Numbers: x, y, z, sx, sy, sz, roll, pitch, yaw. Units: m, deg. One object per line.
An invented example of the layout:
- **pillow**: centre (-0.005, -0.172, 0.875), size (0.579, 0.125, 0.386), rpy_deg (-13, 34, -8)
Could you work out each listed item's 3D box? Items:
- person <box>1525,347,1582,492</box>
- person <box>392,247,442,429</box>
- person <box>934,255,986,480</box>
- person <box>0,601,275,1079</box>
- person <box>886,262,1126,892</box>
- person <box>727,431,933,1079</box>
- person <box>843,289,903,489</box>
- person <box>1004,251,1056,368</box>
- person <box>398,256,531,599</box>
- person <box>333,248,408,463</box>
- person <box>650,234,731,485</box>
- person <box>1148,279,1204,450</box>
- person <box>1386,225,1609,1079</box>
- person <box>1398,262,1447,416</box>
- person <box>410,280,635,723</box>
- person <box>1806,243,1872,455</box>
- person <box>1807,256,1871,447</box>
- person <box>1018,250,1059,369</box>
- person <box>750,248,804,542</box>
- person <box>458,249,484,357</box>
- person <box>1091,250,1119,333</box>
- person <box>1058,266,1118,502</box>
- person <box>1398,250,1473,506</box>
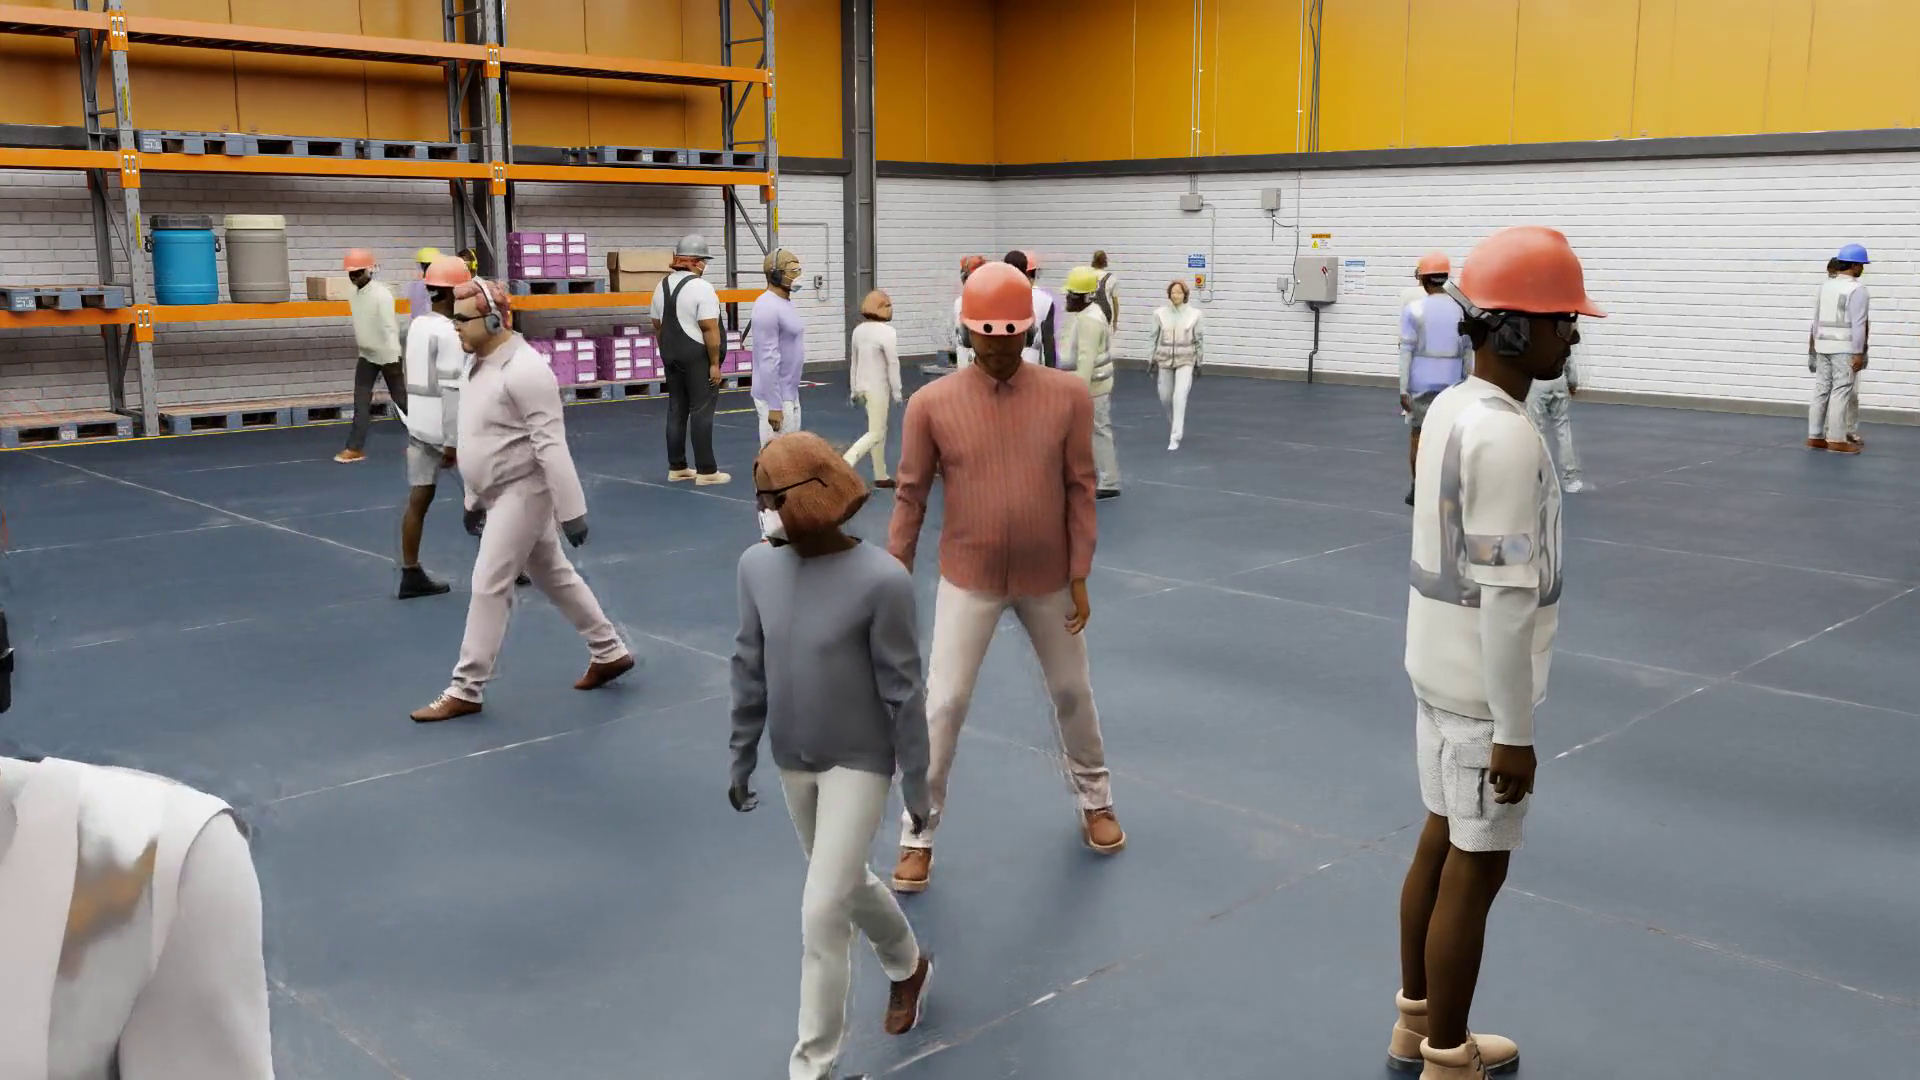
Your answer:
- **person**: centre (4.652, -1.212, 13.083), size (0.669, 1.696, 0.394), rpy_deg (-6, 12, -29)
- **person**: centre (-5.559, -2.077, 17.265), size (0.767, 1.905, 0.598), rpy_deg (-9, 14, -41)
- **person**: centre (0.072, -1.398, 13.659), size (0.595, 1.855, 0.763), rpy_deg (-10, 14, -43)
- **person**: centre (-0.887, 0.848, 1.481), size (0.586, 1.823, 1.011), rpy_deg (-2, 11, -9)
- **person**: centre (0.137, 0.109, 5.262), size (0.820, 1.942, 0.568), rpy_deg (-1, 10, -8)
- **person**: centre (-0.284, 0.519, 3.949), size (0.513, 1.585, 0.829), rpy_deg (7, 12, 34)
- **person**: centre (-0.734, -1.159, 13.056), size (0.715, 1.603, 0.518), rpy_deg (-8, 13, -39)
- **person**: centre (0.435, -1.290, 12.963), size (0.605, 1.887, 0.893), rpy_deg (0, 10, 0)
- **person**: centre (-2.825, -0.633, 9.388), size (0.568, 1.901, 0.886), rpy_deg (10, 14, 43)
- **person**: centre (-5.240, -1.683, 15.099), size (0.639, 1.927, 1.025), rpy_deg (6, 12, 31)
- **person**: centre (-2.160, -1.479, 13.611), size (0.687, 2.000, 0.535), rpy_deg (9, 14, 40)
- **person**: centre (2.085, -1.699, 15.982), size (0.518, 1.616, 0.750), rpy_deg (4, 11, 21)
- **person**: centre (1.211, 0.323, 3.778), size (0.379, 2.041, 0.616), rpy_deg (1, 10, 4)
- **person**: centre (5.146, -2.241, 18.542), size (0.526, 1.757, 0.343), rpy_deg (3, 11, 16)
- **person**: centre (-1.856, -0.178, 7.087), size (0.995, 1.850, 0.662), rpy_deg (-7, 12, -32)
- **person**: centre (8.187, -1.770, 15.456), size (0.409, 1.943, 0.615), rpy_deg (-2, 11, -9)
- **person**: centre (8.362, -1.784, 15.840), size (0.547, 1.831, 0.450), rpy_deg (4, 11, 19)
- **person**: centre (0.590, -1.506, 14.159), size (0.898, 1.886, 0.616), rpy_deg (3, 11, 14)
- **person**: centre (-1.143, -0.882, 10.633), size (0.372, 1.940, 0.627), rpy_deg (1, 10, 4)
- **person**: centre (-5.402, -2.277, 18.428), size (0.319, 1.869, 0.532), rpy_deg (-10, 14, -42)
- **person**: centre (1.799, -2.879, 21.826), size (0.556, 1.819, 0.693), rpy_deg (0, 10, -3)
- **person**: centre (0.915, -1.154, 12.521), size (0.663, 1.790, 0.622), rpy_deg (-2, 11, -9)
- **person**: centre (3.494, -1.157, 12.198), size (0.560, 1.916, 0.656), rpy_deg (0, 10, 1)
